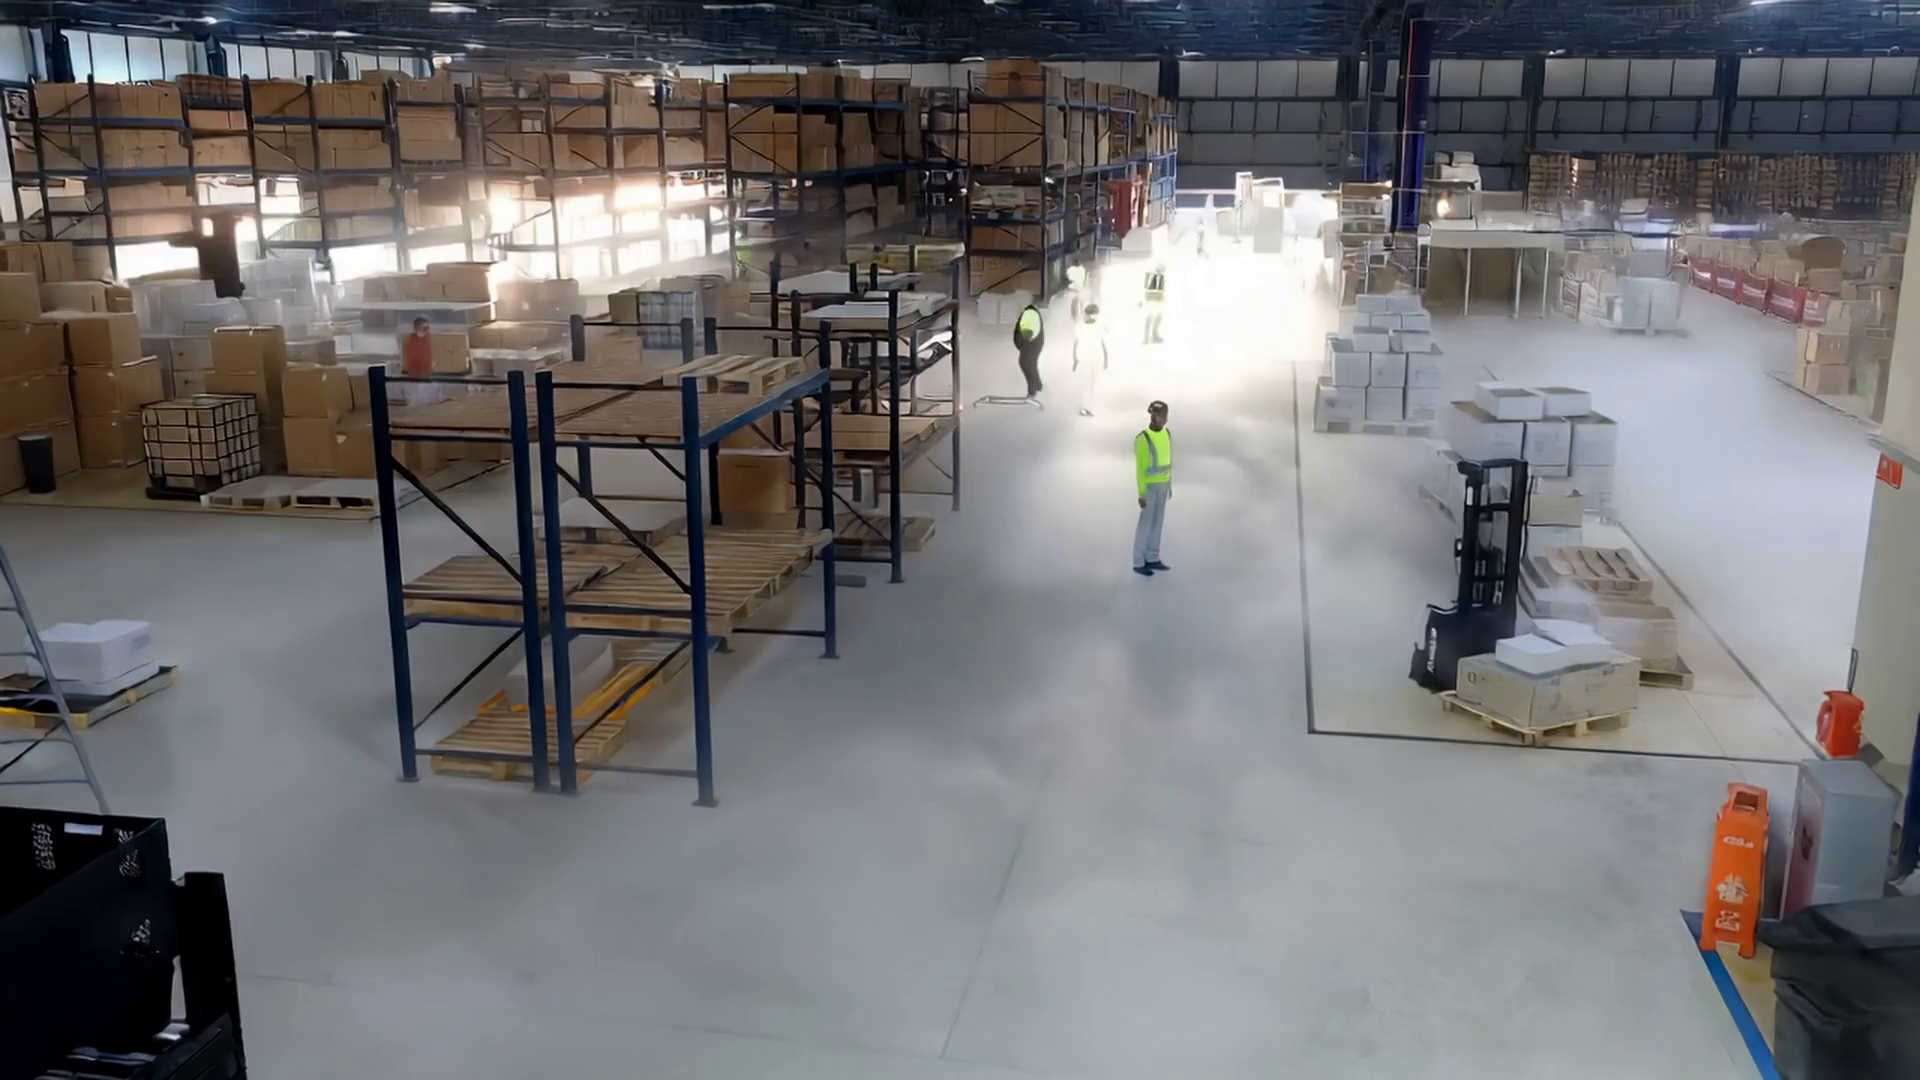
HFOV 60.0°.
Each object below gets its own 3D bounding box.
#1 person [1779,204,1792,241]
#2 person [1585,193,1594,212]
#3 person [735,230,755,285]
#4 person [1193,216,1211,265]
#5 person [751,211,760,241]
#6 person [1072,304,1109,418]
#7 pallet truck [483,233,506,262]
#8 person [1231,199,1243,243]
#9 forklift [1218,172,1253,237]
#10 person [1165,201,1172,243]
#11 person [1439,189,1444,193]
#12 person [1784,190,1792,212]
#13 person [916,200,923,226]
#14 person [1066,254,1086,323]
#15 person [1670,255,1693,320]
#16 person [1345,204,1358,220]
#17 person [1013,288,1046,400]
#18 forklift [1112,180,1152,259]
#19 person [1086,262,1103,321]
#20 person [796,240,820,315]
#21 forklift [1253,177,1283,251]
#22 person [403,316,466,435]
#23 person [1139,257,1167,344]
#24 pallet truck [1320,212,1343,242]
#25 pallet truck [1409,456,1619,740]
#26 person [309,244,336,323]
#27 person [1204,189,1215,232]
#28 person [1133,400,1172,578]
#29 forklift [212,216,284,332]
[{"bbox_3d":[32.756,-12.418,65.932,0.328,1.760,0.523,-2,14,-6],"label":"person"},{"bbox_3d":[27.808,-14.381,73.550,0.438,1.932,0.607,7,16,27],"label":"person"},{"bbox_3d":[-6.272,-8.101,48.345,0.642,1.801,0.958,4,14,14],"label":"person"},{"bbox_3d":[8.506,-10.484,58.254,0.650,1.681,0.538,-4,14,-15],"label":"person"},{"bbox_3d":[-8.591,-13.378,70.085,0.500,1.633,0.280,11,18,39],"label":"person"},{"bbox_3d":[2.143,-2.926,27.211,0.508,1.845,0.578,-5,15,-19],"label":"person"},{"bbox_3d":[-11.832,-7.026,43.548,1.885,1.965,0.823,8,16,28],"label":"pallet truck"},{"bbox_3d":[11.611,-13.374,69.690,0.403,1.824,0.591,-8,16,-28],"label":"person"},{"bbox_3d":[12.514,-14.908,73.731,1.873,2.768,1.129,13,19,42],"label":"forklift"},{"bbox_3d":[8.668,-13.238,69.249,0.325,1.766,0.528,5,15,18],"label":"person"},{"bbox_3d":[23.514,-16.249,81.332,0.404,1.833,0.590,7,15,26],"label":"person"},{"bbox_3d":[40.114,-16.060,80.538,0.390,1.846,0.564,0,14,1],"label":"person"},{"bbox_3d":[-1.992,-16.502,82.141,0.547,1.938,0.378,-3,14,-14],"label":"person"},{"bbox_3d":[2.842,-6.140,40.609,0.539,1.676,0.426,-5,15,-19],"label":"person"},{"bbox_3d":[17.850,-6.233,41.166,0.505,1.592,0.817,2,14,9],"label":"person"},{"bbox_3d":[14.808,-11.795,63.140,1.039,1.873,0.575,-11,18,-37],"label":"person"},{"bbox_3d":[1.183,-3.373,28.625,0.544,2.000,0.771,2,14,10],"label":"person"},{"bbox_3d":[6.082,-11.722,60.796,1.873,2.768,1.129,2,14,9],"label":"forklift"},{"bbox_3d":[3.107,-5.658,38.771,0.527,1.621,0.425,-12,18,-40],"label":"person"},{"bbox_3d":[-3.742,-6.391,41.007,0.613,1.987,0.404,-5,15,-21],"label":"person"},{"bbox_3d":[12.083,-12.747,64.956,1.129,2.768,1.873,3,14,10],"label":"forklift"},{"bbox_3d":[-8.073,-2.435,25.141,1.035,1.879,0.655,3,14,13],"label":"person"},{"bbox_3d":[4.232,-5.252,36.540,0.706,1.912,0.400,-6,15,-22],"label":"person"},{"bbox_3d":[15.874,-13.227,70.310,0.680,1.201,1.601,10,17,35],"label":"pallet truck"},{"bbox_3d":[4.504,0.400,13.395,0.823,1.965,1.885,-6,15,-23],"label":"pallet truck"},{"bbox_3d":[-15.600,-6.292,40.755,0.587,1.911,0.397,-7,16,-27],"label":"person"},{"bbox_3d":[11.487,-15.163,76.636,0.573,1.972,0.620,-6,15,-24],"label":"person"},{"bbox_3d":[2.031,-0.544,17.490,0.350,1.878,0.568,10,17,36],"label":"person"},{"bbox_3d":[-15.464,-5.432,35.258,1.873,2.768,1.129,-4,14,-15],"label":"forklift"}]
